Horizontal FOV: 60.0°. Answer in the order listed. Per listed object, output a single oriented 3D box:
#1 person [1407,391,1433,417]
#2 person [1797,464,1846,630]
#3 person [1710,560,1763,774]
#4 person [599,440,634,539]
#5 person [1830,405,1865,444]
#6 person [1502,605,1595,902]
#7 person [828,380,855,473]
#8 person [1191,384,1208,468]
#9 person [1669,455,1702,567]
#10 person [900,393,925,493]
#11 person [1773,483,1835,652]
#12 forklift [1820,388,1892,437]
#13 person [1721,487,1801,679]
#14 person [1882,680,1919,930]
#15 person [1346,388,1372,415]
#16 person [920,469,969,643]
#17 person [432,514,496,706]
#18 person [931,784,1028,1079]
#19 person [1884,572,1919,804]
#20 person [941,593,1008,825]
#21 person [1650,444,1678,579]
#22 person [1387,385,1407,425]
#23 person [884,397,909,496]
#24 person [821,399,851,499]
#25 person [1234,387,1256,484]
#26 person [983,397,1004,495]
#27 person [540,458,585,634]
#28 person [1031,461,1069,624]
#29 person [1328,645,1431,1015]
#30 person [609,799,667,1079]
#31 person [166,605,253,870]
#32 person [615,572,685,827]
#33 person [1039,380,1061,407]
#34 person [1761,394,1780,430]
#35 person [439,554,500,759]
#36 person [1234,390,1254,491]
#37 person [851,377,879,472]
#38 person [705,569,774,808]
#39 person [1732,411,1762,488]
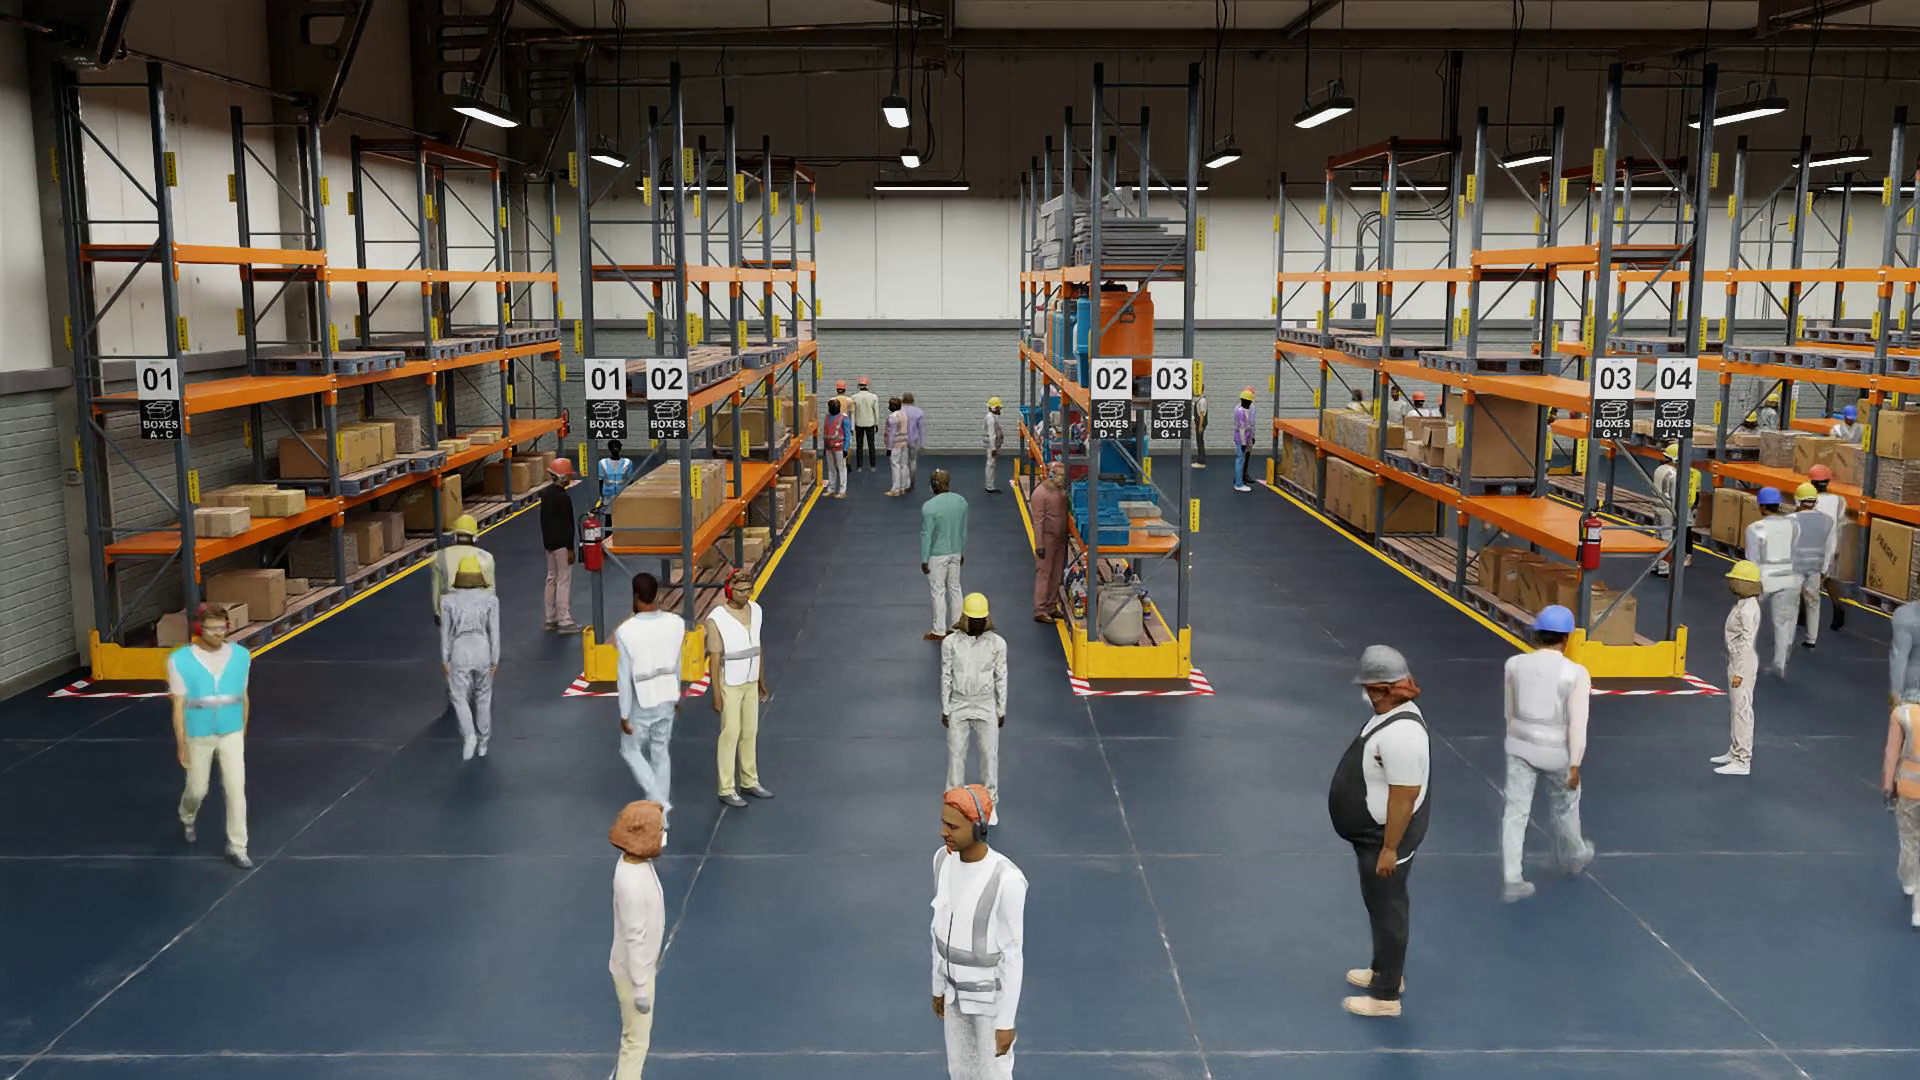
[{"bbox_3d":[8.602,-1.827,31.267,0.544,1.930,0.388,-3,9,-20],"label":"person"},{"bbox_3d":[9.834,0.090,18.988,0.549,1.912,0.793,0,9,2],"label":"person"},{"bbox_3d":[6.312,1.026,13.490,0.290,1.746,0.487,3,9,20],"label":"person"},{"bbox_3d":[-5.046,-0.645,24.388,0.540,1.700,0.316,-1,9,-9],"label":"person"},{"bbox_3d":[15.005,-1.325,28.066,0.639,1.916,0.563,3,9,18],"label":"person"},{"bbox_3d":[3.843,1.363,10.868,0.618,1.882,0.998,8,12,41],"label":"person"},{"bbox_3d":[-2.471,-2.359,34.652,0.551,1.937,0.357,-1,9,-7],"label":"person"},{"bbox_3d":[5.125,-2.448,35.561,0.335,1.838,0.510,1,9,5],"label":"person"},{"bbox_3d":[10.078,-0.464,23.264,0.321,1.693,0.538,-7,11,-39],"label":"person"},{"bbox_3d":[-1.007,-1.865,31.656,0.628,1.872,1.052,-1,9,-9],"label":"person"},{"bbox_3d":[9.059,0.296,17.906,0.586,1.833,0.404,-1,9,-3],"label":"person"},{"bbox_3d":[20.072,-3.110,36.462,1.873,2.768,1.129,0,9,0],"label":"forklift"},{"bbox_3d":[8.168,0.412,16.913,0.613,1.911,0.886,-1,9,-5],"label":"person"},{"bbox_3d":[6.083,1.578,10.402,0.526,1.596,0.837,7,12,40],"label":"person"},{"bbox_3d":[8.168,-2.201,34.018,0.638,1.814,0.805,-3,9,-18],"label":"person"},{"bbox_3d":[-0.182,0.176,18.381,0.635,1.929,0.378,-8,12,-41],"label":"person"},{"bbox_3d":[-4.665,0.660,15.653,0.598,1.809,0.737,-1,9,-7],"label":"person"},{"bbox_3d":[0.064,1.954,7.110,0.357,1.879,0.574,-7,11,-37],"label":"person"},{"bbox_3d":[7.261,1.114,12.402,0.634,1.920,0.767,0,9,3],"label":"person"},{"bbox_3d":[0.104,1.237,12.177,0.487,1.738,0.320,0,9,3],"label":"person"},{"bbox_3d":[9.507,-0.380,22.303,0.404,1.824,0.586,0,9,-2],"label":"person"},{"bbox_3d":[8.982,-2.263,34.307,0.333,1.860,0.508,-6,11,-34],"label":"person"},{"bbox_3d":[-1.202,-1.737,30.953,0.429,1.845,0.621,4,10,24],"label":"person"},{"bbox_3d":[-2.297,-1.681,30.617,0.620,1.838,0.430,8,12,40],"label":"person"},{"bbox_3d":[5.634,-2.053,32.731,0.545,1.929,0.392,-7,11,-40],"label":"person"},{"bbox_3d":[0.630,-1.768,31.183,0.403,1.831,0.597,0,9,-2],"label":"person"},{"bbox_3d":[-4.532,0.060,18.910,0.399,1.989,0.623,-7,11,-39],"label":"person"},{"bbox_3d":[1.087,0.023,19.486,0.401,1.894,0.652,6,11,33],"label":"person"},{"bbox_3d":[2.287,1.561,9.100,0.538,2.000,0.703,2,9,13],"label":"person"},{"bbox_3d":[-1.476,1.989,7.688,0.279,1.625,0.493,-1,9,-6],"label":"person"},{"bbox_3d":[-5.152,1.314,11.428,0.560,1.815,0.788,-7,11,-39],"label":"person"},{"bbox_3d":[-2.250,1.171,12.086,0.601,1.892,0.445,-8,12,-43],"label":"person"},{"bbox_3d":[2.073,-2.724,36.667,0.688,2.000,0.536,0,9,2],"label":"person"},{"bbox_3d":[16.339,-2.089,33.577,0.317,1.733,0.491,0,9,-1],"label":"person"},{"bbox_3d":[-4.052,0.983,13.830,0.483,1.723,0.570,-4,10,-22],"label":"person"},{"bbox_3d":[5.408,-1.896,31.726,0.373,1.920,0.585,1,9,8],"label":"person"},{"bbox_3d":[-2.002,-2.424,34.909,0.608,1.986,0.391,-1,9,-7],"label":"person"},{"bbox_3d":[-1.704,1.115,12.659,0.406,1.831,0.574,6,10,32],"label":"person"},{"bbox_3d":[13.766,-1.393,29.087,0.484,1.736,0.307,3,9,18],"label":"person"}]
